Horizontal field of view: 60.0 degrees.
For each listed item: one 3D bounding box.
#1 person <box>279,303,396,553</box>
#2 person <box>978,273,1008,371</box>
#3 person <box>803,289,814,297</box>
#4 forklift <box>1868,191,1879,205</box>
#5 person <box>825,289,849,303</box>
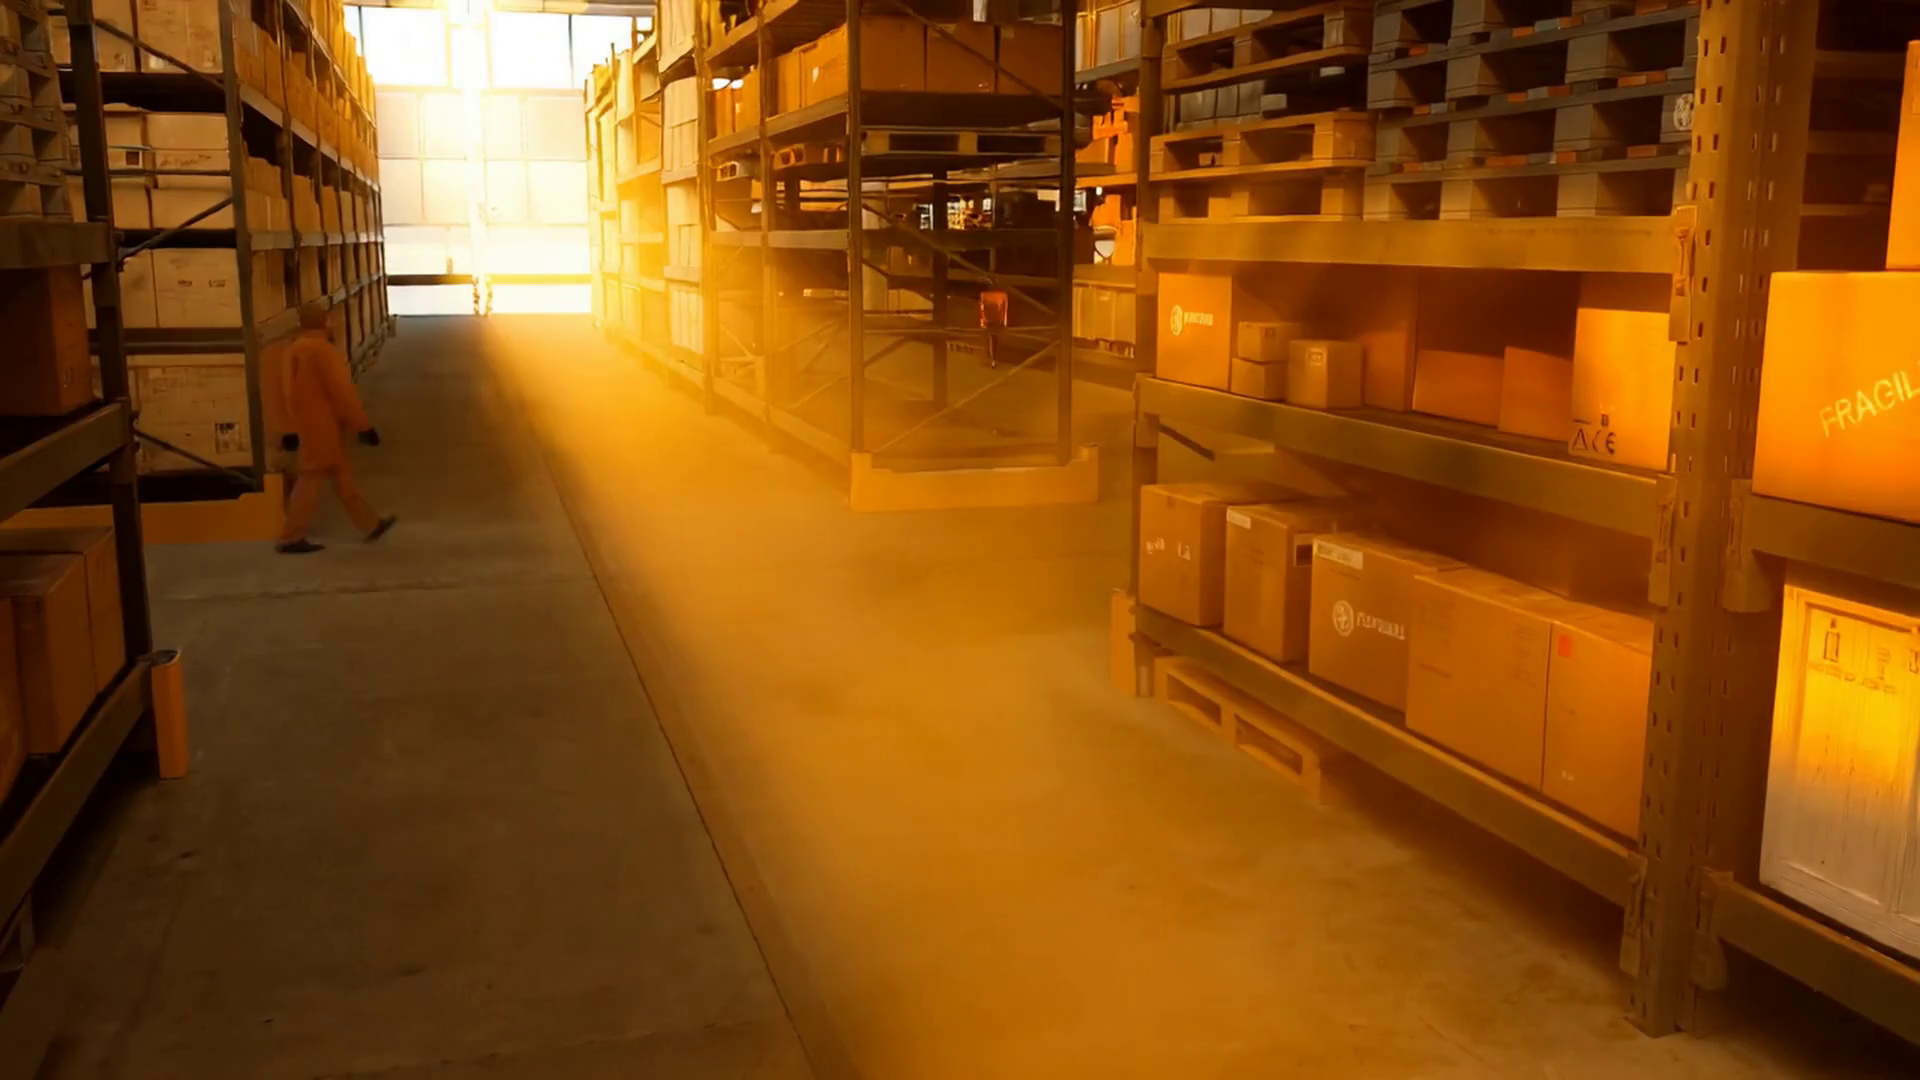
[{"bbox_3d":[-4.752,-0.849,12.556,0.679,1.839,0.992,9,14,41],"label":"person"},{"bbox_3d":[0.568,-3.862,29.440,0.530,1.727,0.716,-1,10,-8],"label":"person"},{"bbox_3d":[-3.914,-6.091,41.670,0.492,1.703,0.857,3,11,17],"label":"person"},{"bbox_3d":[10.016,-2.366,18.039,1.129,2.768,1.873,-3,11,-17],"label":"forklift"},{"bbox_3d":[-3.011,-5.971,40.500,0.574,1.891,0.949,-2,10,-9],"label":"person"}]
